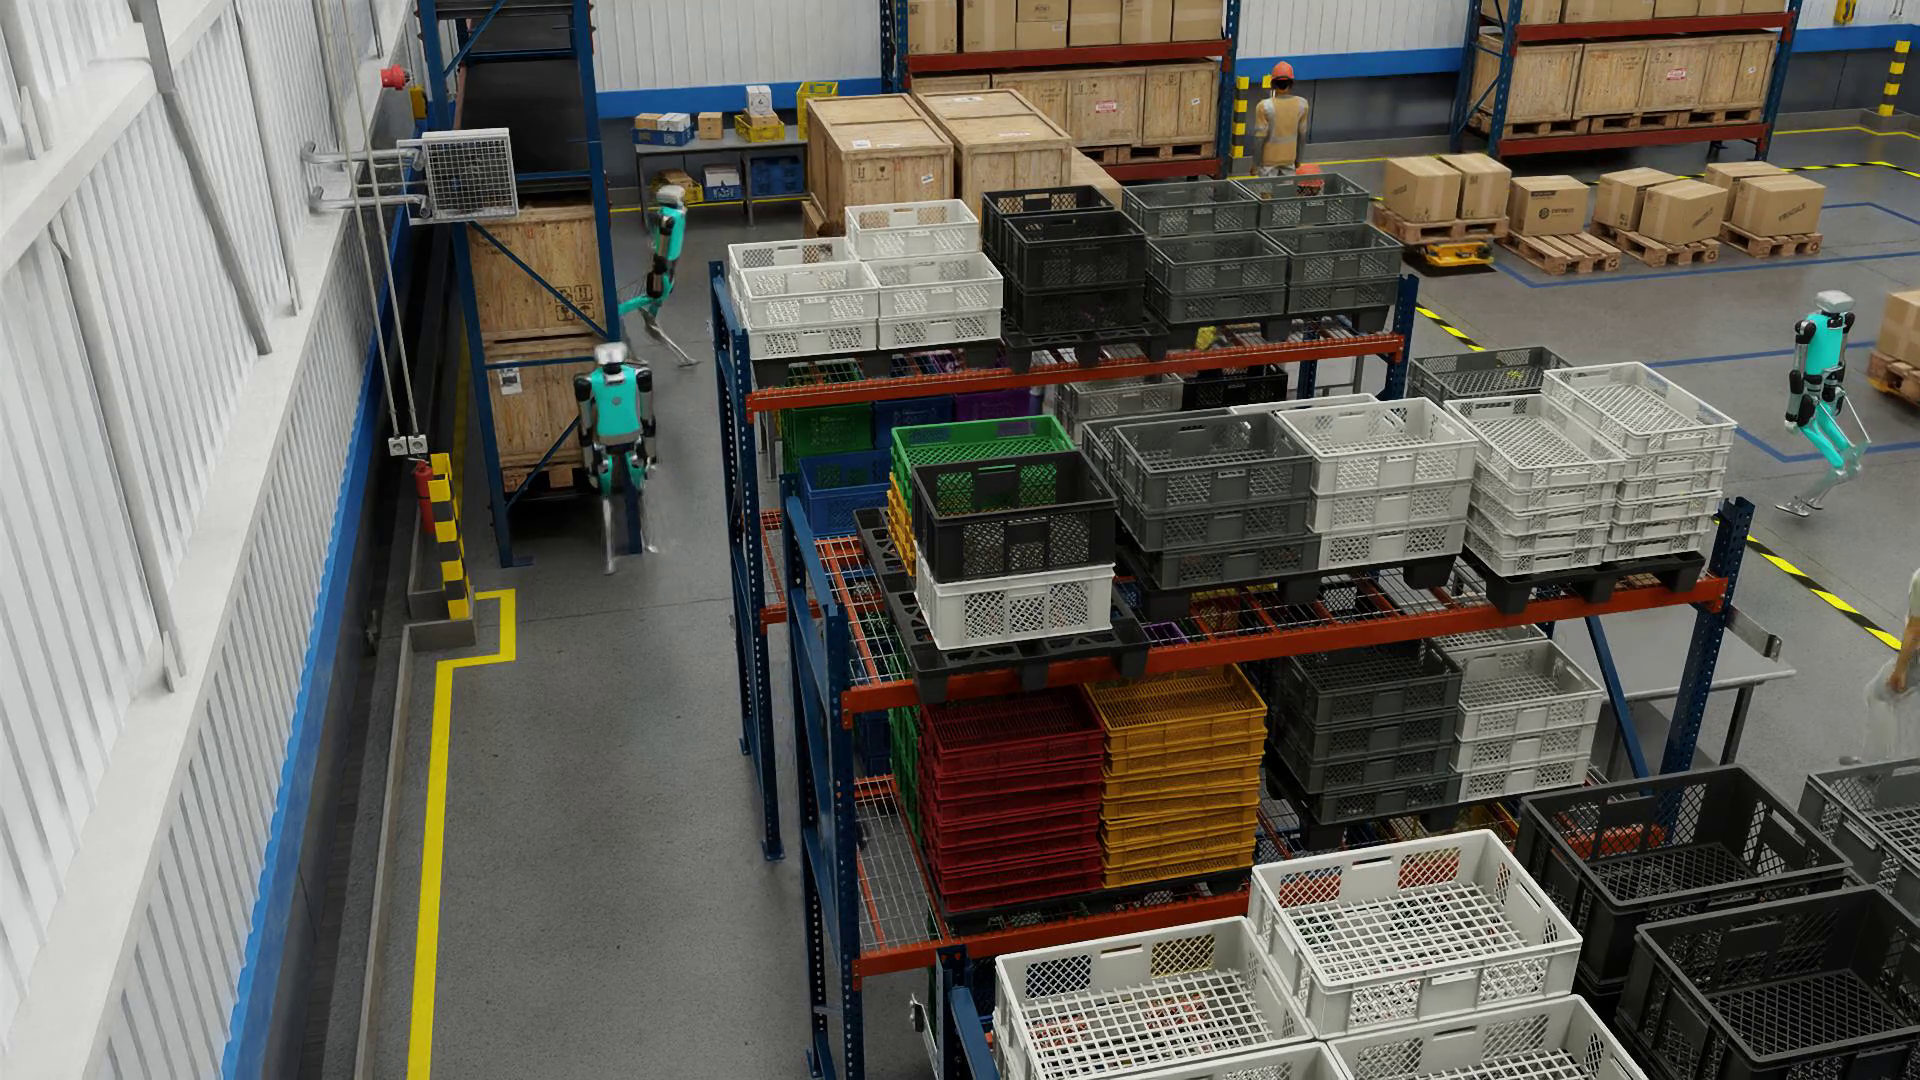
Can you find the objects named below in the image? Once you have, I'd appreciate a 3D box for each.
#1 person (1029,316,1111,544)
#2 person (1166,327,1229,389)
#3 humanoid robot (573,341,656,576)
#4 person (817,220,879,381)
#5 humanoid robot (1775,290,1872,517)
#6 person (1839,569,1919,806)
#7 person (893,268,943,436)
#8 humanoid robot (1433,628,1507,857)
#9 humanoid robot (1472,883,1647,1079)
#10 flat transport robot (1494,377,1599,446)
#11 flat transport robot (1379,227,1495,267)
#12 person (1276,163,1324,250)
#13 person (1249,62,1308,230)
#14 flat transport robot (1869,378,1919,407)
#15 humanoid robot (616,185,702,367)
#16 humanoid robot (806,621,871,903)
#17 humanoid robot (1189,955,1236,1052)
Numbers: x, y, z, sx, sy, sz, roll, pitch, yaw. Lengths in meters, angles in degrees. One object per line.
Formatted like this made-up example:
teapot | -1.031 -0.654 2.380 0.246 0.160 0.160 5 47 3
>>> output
person | 0.774 -0.765 11.598 0.606 2.044 0.368 10 29 18
person | 1.631 -0.797 11.988 0.564 1.723 0.575 12 30 22
humanoid robot | -2.422 -0.616 11.661 0.531 1.798 0.797 -10 29 -18
person | -1.004 -1.777 13.784 0.952 1.793 0.642 -14 31 -25
humanoid robot | 6.374 -0.938 12.107 0.533 1.677 0.735 -14 31 -25
person | 5.354 0.609 9.226 0.622 1.814 0.645 -6 28 -10
person | -0.356 -1.343 12.837 0.457 1.914 0.602 6 28 11
humanoid robot | 2.674 1.111 8.457 0.653 1.638 0.610 6 28 11
humanoid robot | 2.162 1.968 6.731 0.882 1.764 0.588 21 34 34
flat transport robot | 4.780 -1.036 14.013 0.659 0.231 1.431 -6 28 -12
flat transport robot | 5.251 -3.335 18.344 0.652 0.197 1.431 -6 28 -12
person | 3.003 -2.395 14.801 0.373 1.934 0.550 -8 29 -15
person | 3.411 -4.120 17.971 0.607 2.036 0.399 -8 29 -14
flat transport robot | 8.612 -1.196 14.287 0.652 0.197 1.431 -6 28 -12
humanoid robot | -2.835 -2.303 14.841 0.962 1.744 0.542 3 28 6
humanoid robot | -0.634 1.112 8.435 0.418 1.642 0.588 -1 28 -1
humanoid robot | 1.125 2.287 6.141 0.679 1.800 0.555 8 29 15
